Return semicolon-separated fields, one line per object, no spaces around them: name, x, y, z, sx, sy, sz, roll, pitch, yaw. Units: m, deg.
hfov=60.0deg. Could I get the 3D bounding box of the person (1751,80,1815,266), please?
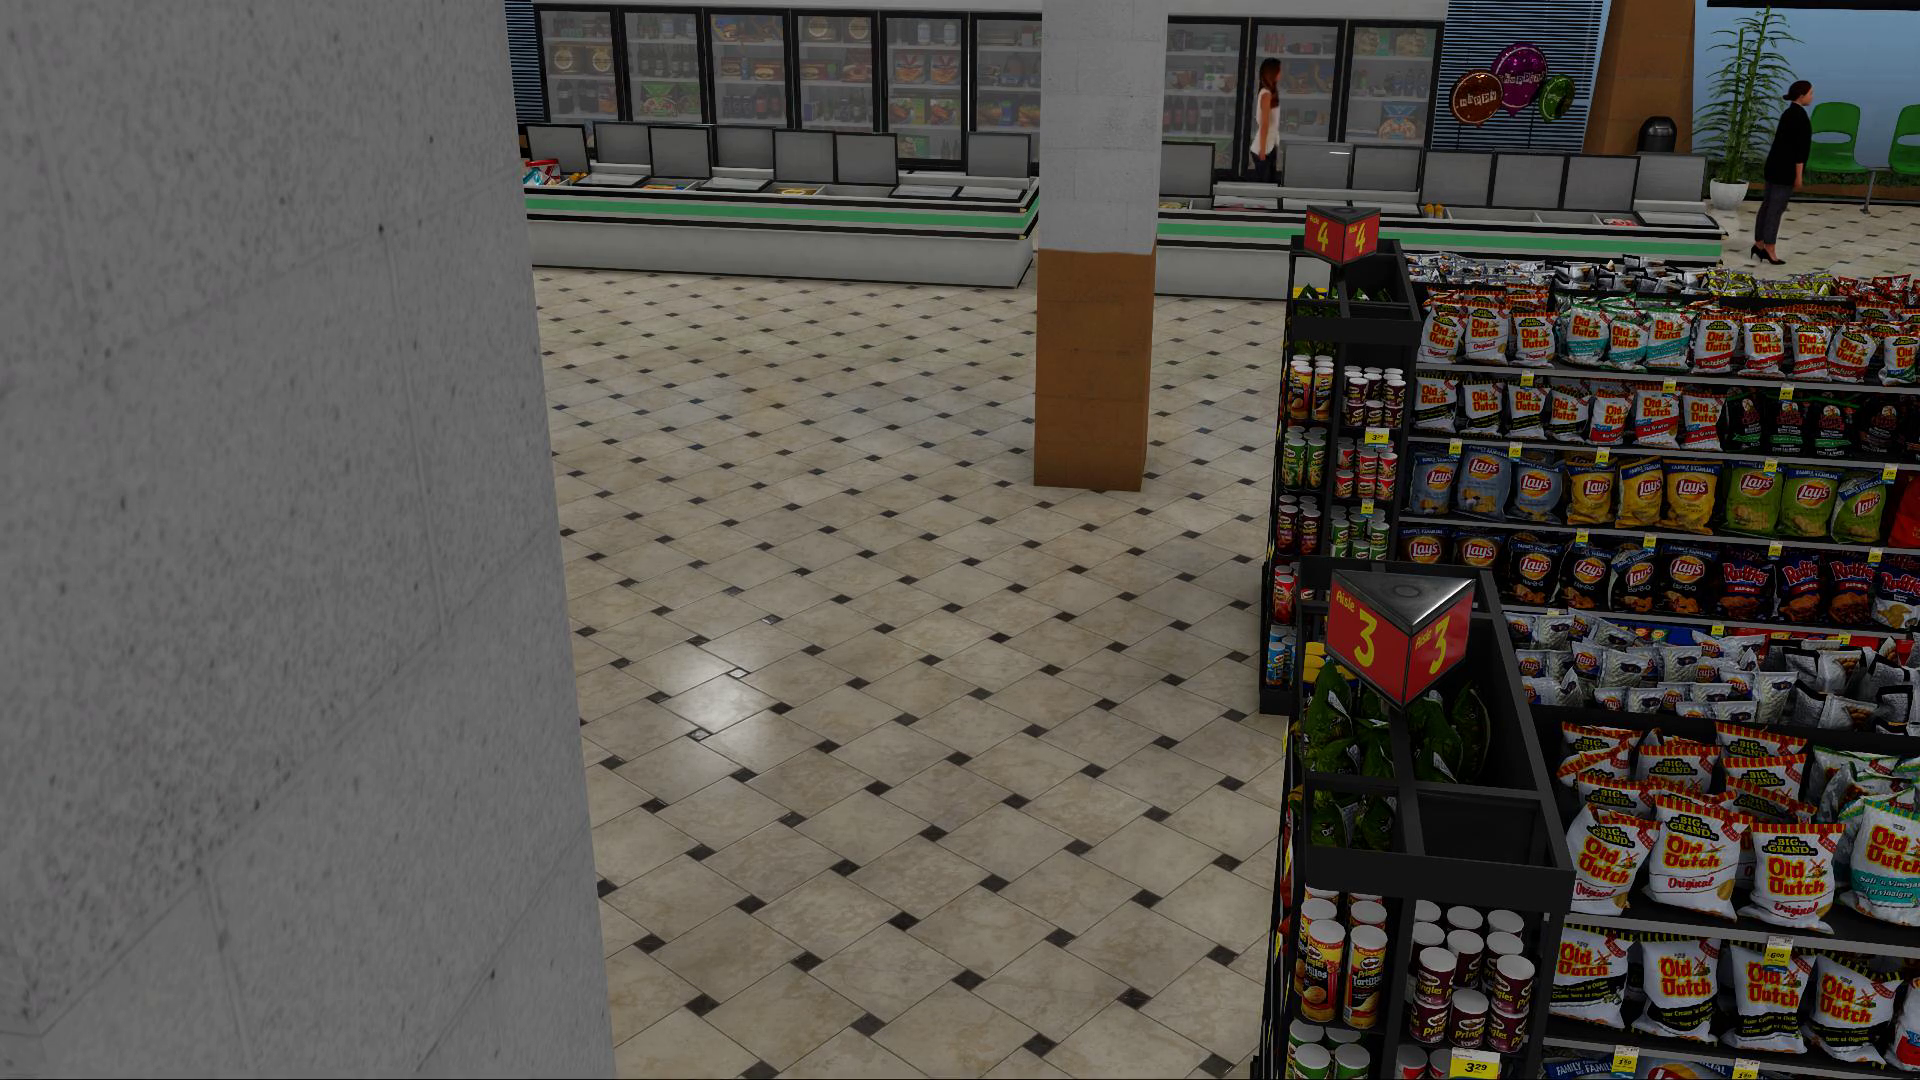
person;7.864;-3.519;15.911;0.604;1.719;0.661;1;24;3
